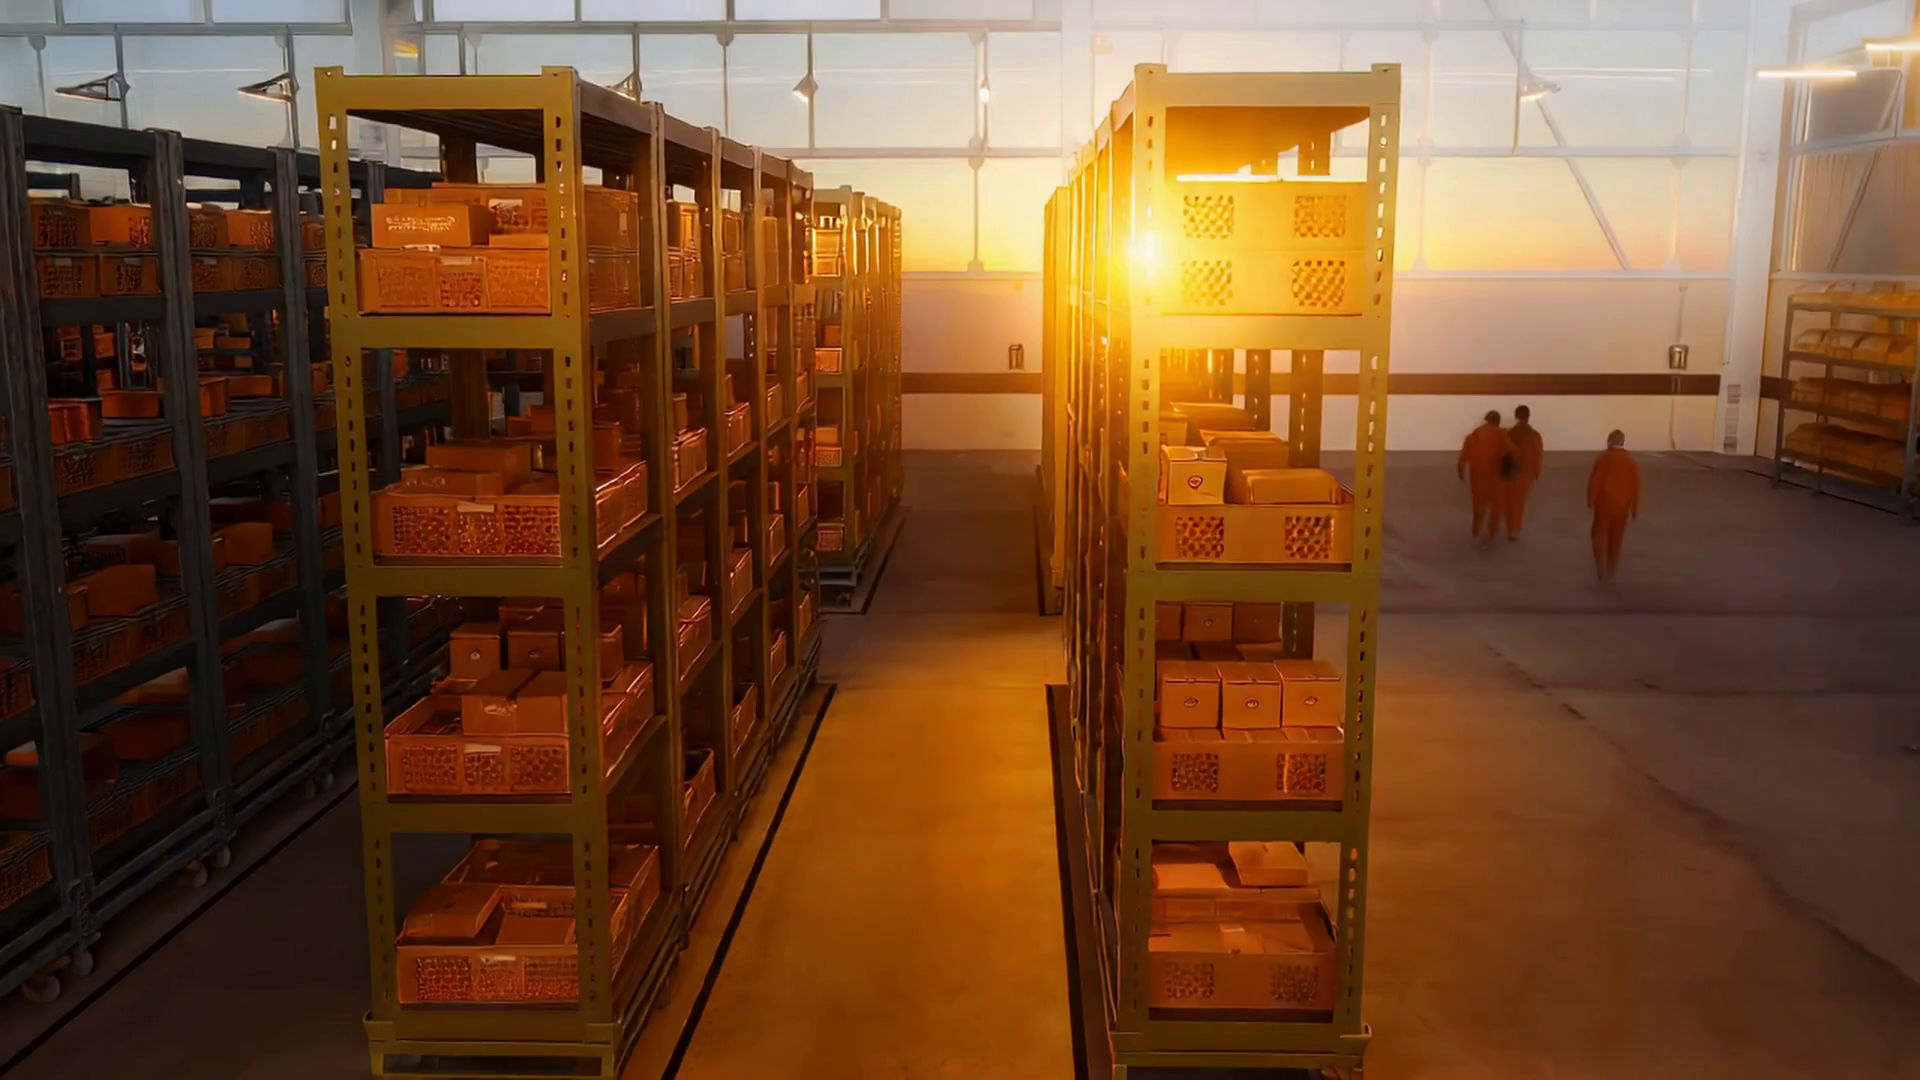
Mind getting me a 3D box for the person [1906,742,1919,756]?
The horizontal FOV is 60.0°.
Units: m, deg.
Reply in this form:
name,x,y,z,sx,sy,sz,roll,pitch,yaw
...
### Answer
name,x,y,z,sx,sy,sz,roll,pitch,yaw
person,6.061,0.388,9.819,0.645,1.968,0.650,6,11,32
